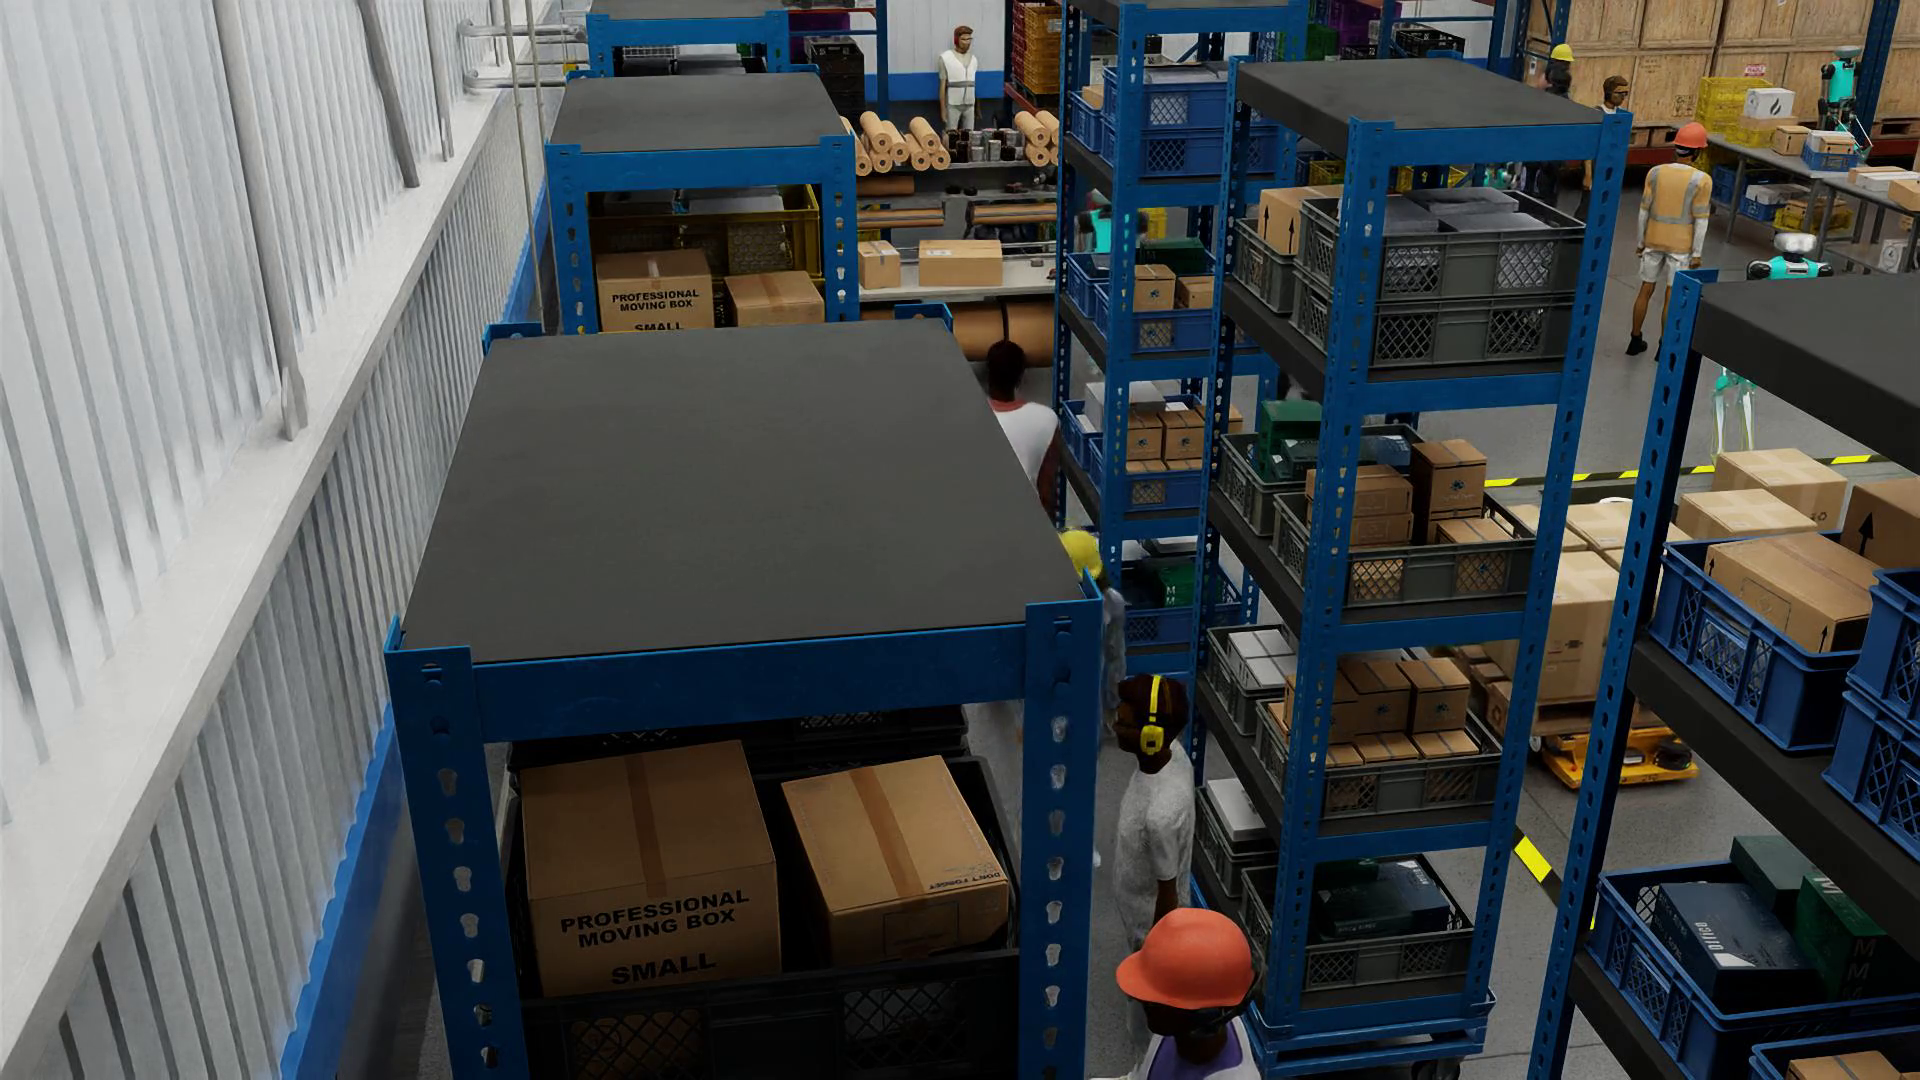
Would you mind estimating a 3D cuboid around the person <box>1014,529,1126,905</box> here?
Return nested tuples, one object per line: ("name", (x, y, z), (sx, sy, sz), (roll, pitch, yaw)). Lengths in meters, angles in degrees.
("person", (0.470, 0.728, 6.983), (0.520, 1.712, 0.624), (-10, 26, -20))

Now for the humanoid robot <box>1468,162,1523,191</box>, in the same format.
("humanoid robot", (5.301, -3.708, 16.640), (0.549, 1.783, 0.989), (2, 25, 5))

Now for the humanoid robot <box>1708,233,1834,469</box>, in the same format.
("humanoid robot", (5.372, -1.288, 11.231), (0.536, 1.698, 0.747), (1, 25, 2))

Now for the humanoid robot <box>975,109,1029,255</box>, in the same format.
("humanoid robot", (0.365, -3.176, 15.535), (0.609, 1.658, 0.356), (-7, 26, -14))

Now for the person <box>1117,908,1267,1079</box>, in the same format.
("person", (0.557, 1.797, 4.272), (0.374, 2.044, 0.604), (-2, 25, -5))

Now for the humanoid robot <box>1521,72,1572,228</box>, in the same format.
("humanoid robot", (6.148, -4.081, 17.484), (0.507, 1.639, 0.600), (-16, 29, -32))

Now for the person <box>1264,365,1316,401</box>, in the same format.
("person", (2.360, -1.286, 11.242), (0.900, 1.814, 0.596), (-4, 25, -8))

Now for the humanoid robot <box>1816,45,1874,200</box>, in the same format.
("humanoid robot", (9.743, -4.524, 18.219), (0.533, 1.673, 0.735), (-11, 27, -23))

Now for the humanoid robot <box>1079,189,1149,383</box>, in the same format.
("humanoid robot", (1.005, -1.616, 12.129), (0.582, 1.834, 0.852), (13, 28, 25))

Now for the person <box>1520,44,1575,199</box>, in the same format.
("person", (6.601, -4.647, 18.622), (0.524, 1.760, 0.346), (-16, 29, -31))

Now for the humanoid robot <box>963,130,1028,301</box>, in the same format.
("humanoid robot", (0.311, -2.752, 14.618), (0.613, 1.640, 0.397), (-7, 26, -15))

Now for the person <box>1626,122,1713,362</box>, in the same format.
("person", (5.802, -2.424, 13.571), (0.358, 1.935, 0.551), (-22, 32, -39))

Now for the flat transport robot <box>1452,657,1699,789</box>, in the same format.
("flat transport robot", (3.107, 0.793, 8.542), (0.652, 0.197, 1.431), (-4, 25, -8))

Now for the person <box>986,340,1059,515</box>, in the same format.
("person", (0.192, -0.114, 8.595), (0.596, 1.895, 0.518), (-5, 25, -10))

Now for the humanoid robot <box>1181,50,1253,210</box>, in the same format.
("humanoid robot", (2.944, -4.463, 18.295), (0.916, 1.798, 0.549), (2, 25, 4))

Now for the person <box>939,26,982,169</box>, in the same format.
("person", (-0.004, -5.070, 19.447), (0.562, 1.836, 0.390), (-15, 29, -29))

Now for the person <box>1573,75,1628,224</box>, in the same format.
("person", (6.254, -3.617, 16.293), (0.506, 1.837, 0.333), (-22, 32, -39))

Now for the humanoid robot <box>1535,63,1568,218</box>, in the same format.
("humanoid robot", (6.430, -4.322, 18.013), (0.400, 1.635, 0.616), (-2, 25, -5))

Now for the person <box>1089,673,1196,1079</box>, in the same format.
("person", (0.607, 1.278, 5.605), (0.320, 1.870, 0.528), (2, 25, 4))
